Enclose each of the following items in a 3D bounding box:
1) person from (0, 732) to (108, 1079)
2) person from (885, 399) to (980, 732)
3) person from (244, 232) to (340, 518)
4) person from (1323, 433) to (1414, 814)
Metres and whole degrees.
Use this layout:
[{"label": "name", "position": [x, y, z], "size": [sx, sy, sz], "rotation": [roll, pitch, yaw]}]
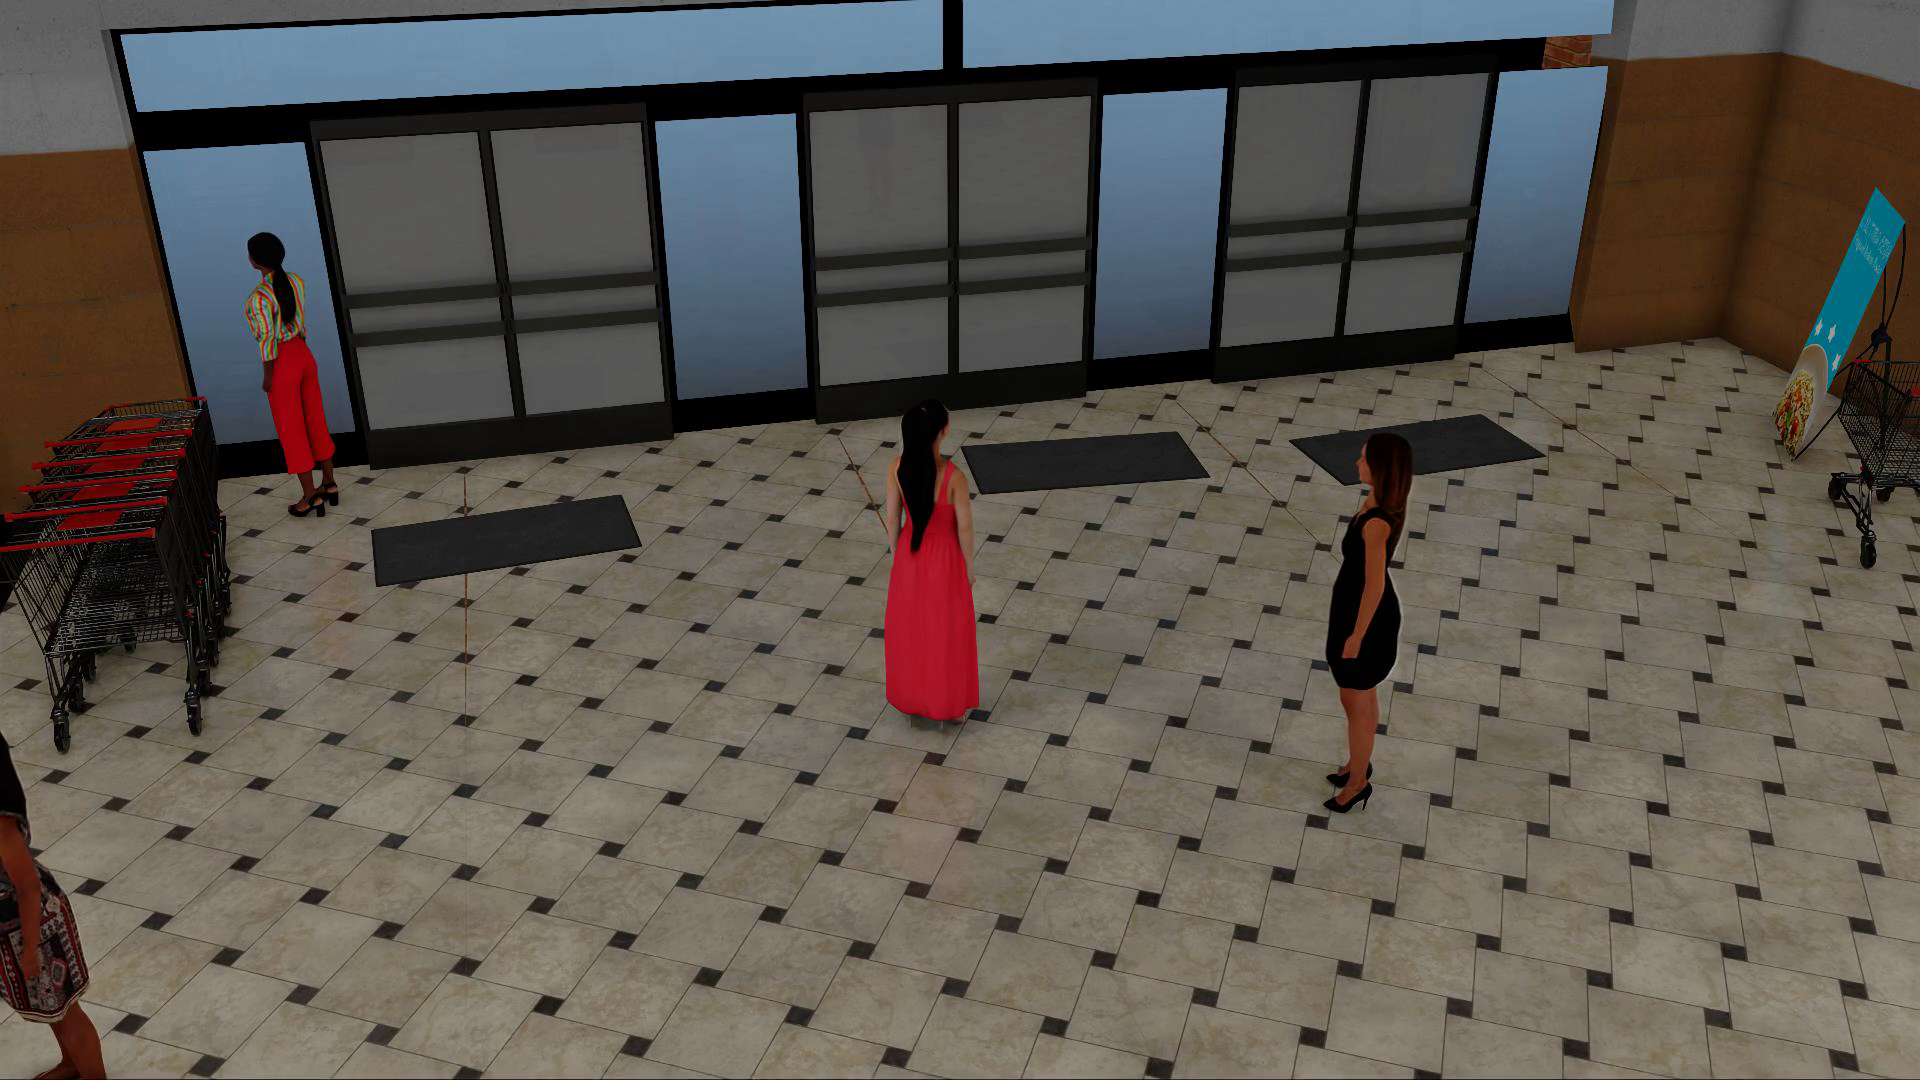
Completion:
[{"label": "person", "position": [-3.218, 1.303, 5.719], "size": [0.784, 1.645, 0.641], "rotation": [-23, 35, -37]}, {"label": "person", "position": [-0.144, 0.134, 7.935], "size": [0.715, 1.726, 0.749], "rotation": [10, 28, 18]}, {"label": "person", "position": [-4.060, -0.996, 10.089], "size": [0.737, 1.793, 0.632], "rotation": [7, 28, 14]}, {"label": "person", "position": [1.778, 0.386, 7.318], "size": [0.725, 1.834, 0.628], "rotation": [8, 28, 16]}]
